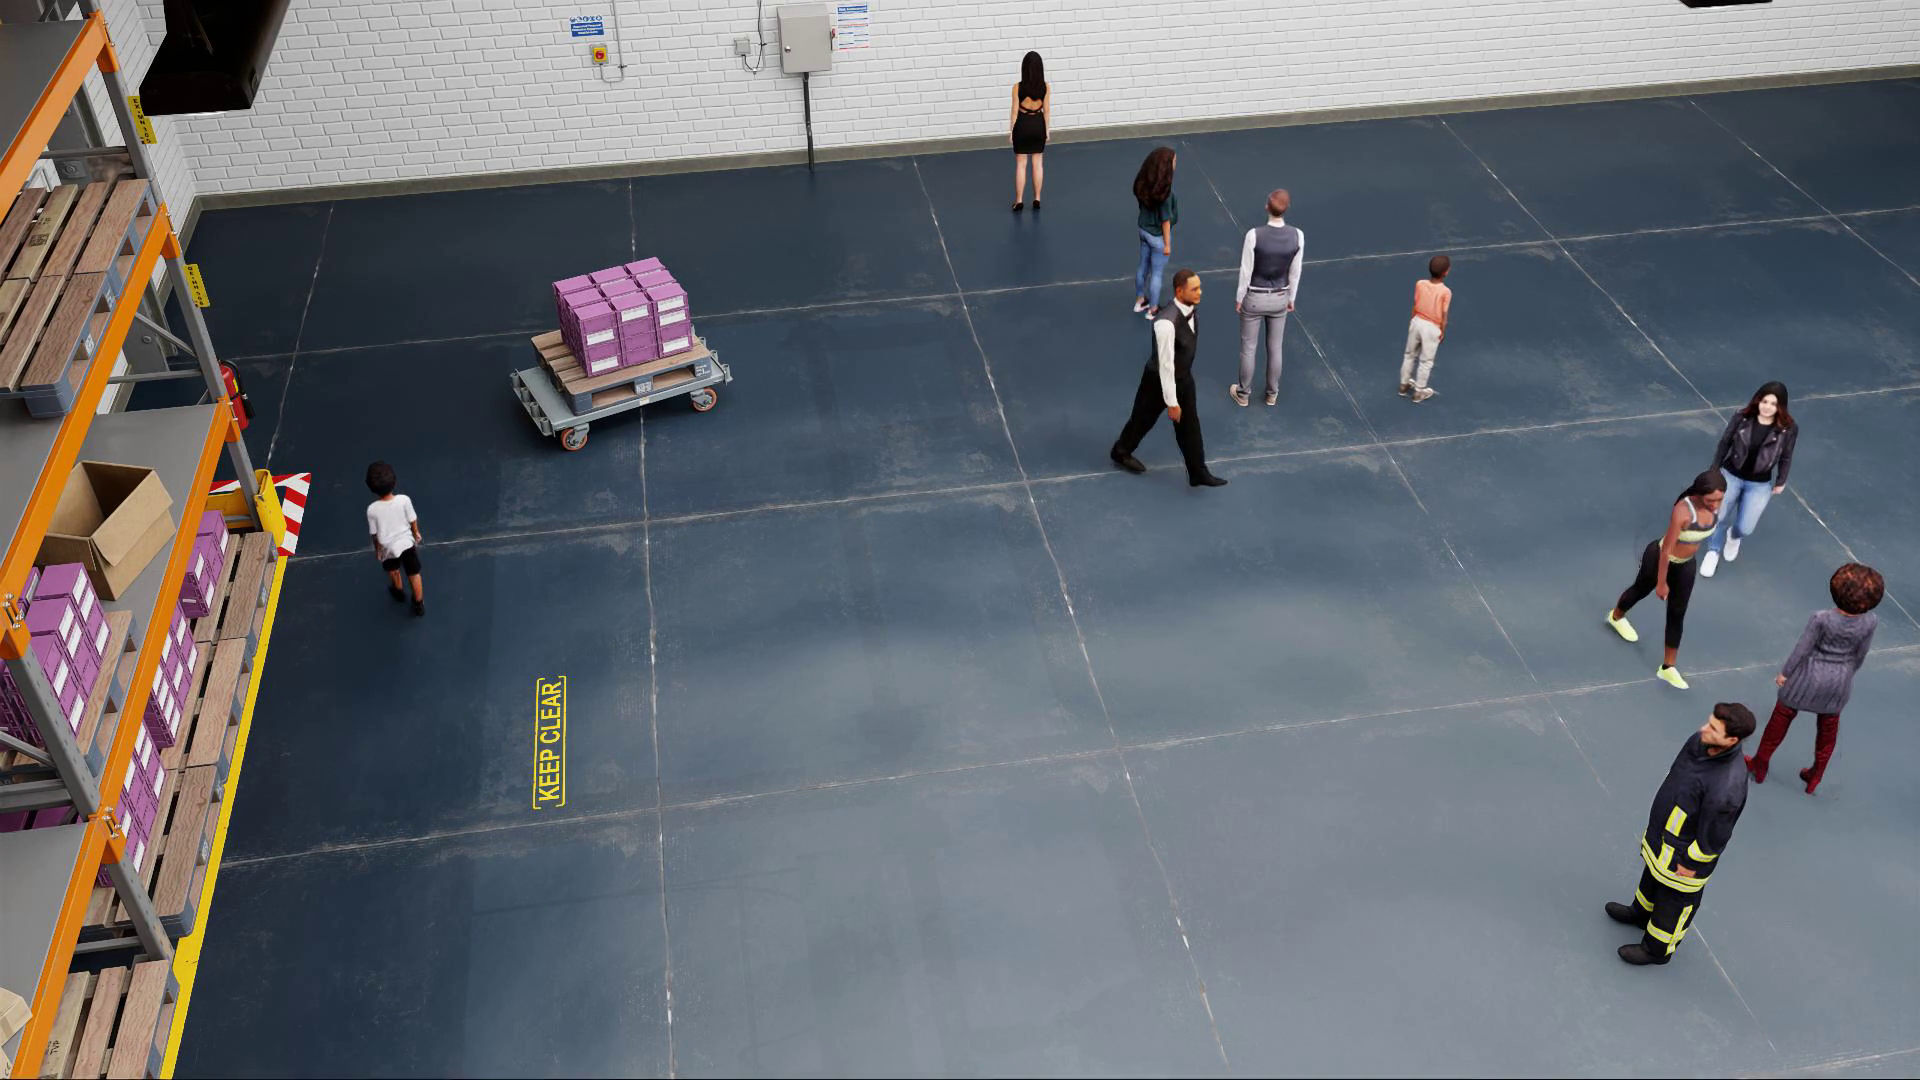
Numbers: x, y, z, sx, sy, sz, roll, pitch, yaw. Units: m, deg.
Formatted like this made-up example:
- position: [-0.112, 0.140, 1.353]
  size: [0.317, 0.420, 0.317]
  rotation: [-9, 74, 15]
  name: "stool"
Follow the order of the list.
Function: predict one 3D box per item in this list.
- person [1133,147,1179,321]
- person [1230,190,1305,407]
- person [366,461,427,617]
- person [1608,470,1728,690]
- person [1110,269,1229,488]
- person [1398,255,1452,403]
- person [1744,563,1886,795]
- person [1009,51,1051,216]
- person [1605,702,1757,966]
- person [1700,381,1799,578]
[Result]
- position: [1.734, -2.733, 14.816]
  size: [0.741, 1.616, 0.641]
  rotation: [-20, 43, -23]
  name: "person"
- position: [2.505, -1.973, 13.609]
  size: [0.686, 1.935, 0.592]
  rotation: [-1, 39, -2]
  name: "person"
- position: [-3.930, 0.033, 11.648]
  size: [0.613, 1.246, 0.707]
  rotation: [-21, 43, -24]
  name: "person"
- position: [4.729, 0.112, 11.195]
  size: [0.651, 1.690, 1.100]
  rotation: [-16, 41, -19]
  name: "person"
- position: [1.509, -1.251, 12.755]
  size: [1.309, 1.872, 1.267]
  rotation: [22, 44, 25]
  name: "person"
- position: [3.880, -1.768, 13.857]
  size: [0.606, 1.306, 0.531]
  rotation: [-31, 48, -33]
  name: "person"
- position: [5.280, 0.857, 10.249]
  size: [0.673, 1.706, 0.633]
  rotation: [4, 39, 5]
  name: "person"
- position: [0.689, -4.000, 16.378]
  size: [0.542, 1.646, 0.472]
  rotation: [-6, 39, -7]
  name: "person"
- position: [4.012, 1.598, 9.145]
  size: [0.908, 1.926, 0.711]
  rotation: [3, 39, 4]
  name: "person"
- position: [5.663, -0.470, 11.974]
  size: [0.801, 1.626, 0.855]
  rotation: [21, 43, 24]
  name: "person"
